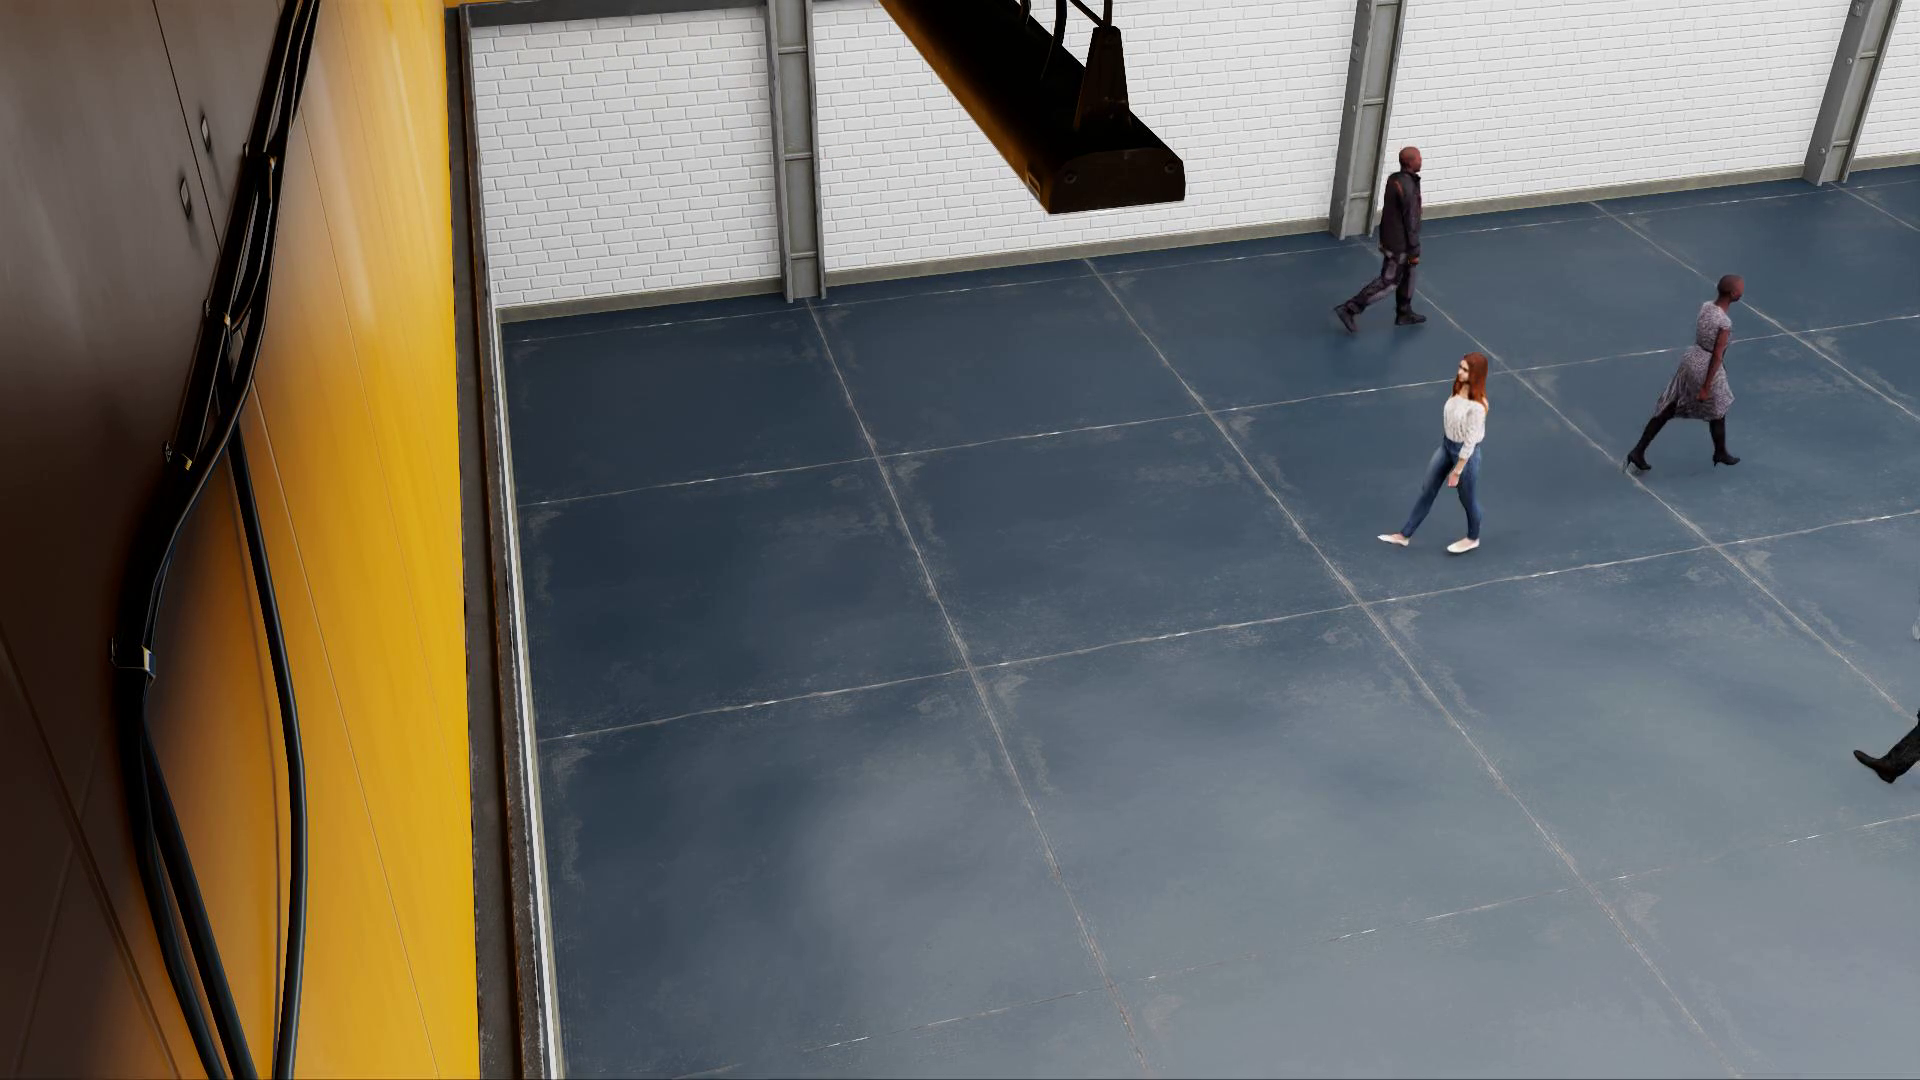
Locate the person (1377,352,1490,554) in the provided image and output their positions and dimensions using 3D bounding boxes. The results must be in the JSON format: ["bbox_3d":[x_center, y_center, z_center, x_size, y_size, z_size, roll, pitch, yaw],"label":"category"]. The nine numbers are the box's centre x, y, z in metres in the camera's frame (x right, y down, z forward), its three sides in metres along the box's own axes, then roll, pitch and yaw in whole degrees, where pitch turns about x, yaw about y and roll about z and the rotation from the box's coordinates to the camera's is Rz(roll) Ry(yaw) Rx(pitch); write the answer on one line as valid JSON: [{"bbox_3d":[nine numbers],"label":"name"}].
[{"bbox_3d":[3.812,-0.629,12.412,1.007,1.696,0.582,-8,34,-12],"label":"person"}]

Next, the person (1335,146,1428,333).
[{"bbox_3d":[4.008,-2.778,15.552,1.254,1.800,0.885,-1,34,-1],"label":"person"}]

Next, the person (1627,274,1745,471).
[{"bbox_3d":[5.834,-1.273,13.356,1.208,1.723,0.732,-5,34,-7],"label":"person"}]
